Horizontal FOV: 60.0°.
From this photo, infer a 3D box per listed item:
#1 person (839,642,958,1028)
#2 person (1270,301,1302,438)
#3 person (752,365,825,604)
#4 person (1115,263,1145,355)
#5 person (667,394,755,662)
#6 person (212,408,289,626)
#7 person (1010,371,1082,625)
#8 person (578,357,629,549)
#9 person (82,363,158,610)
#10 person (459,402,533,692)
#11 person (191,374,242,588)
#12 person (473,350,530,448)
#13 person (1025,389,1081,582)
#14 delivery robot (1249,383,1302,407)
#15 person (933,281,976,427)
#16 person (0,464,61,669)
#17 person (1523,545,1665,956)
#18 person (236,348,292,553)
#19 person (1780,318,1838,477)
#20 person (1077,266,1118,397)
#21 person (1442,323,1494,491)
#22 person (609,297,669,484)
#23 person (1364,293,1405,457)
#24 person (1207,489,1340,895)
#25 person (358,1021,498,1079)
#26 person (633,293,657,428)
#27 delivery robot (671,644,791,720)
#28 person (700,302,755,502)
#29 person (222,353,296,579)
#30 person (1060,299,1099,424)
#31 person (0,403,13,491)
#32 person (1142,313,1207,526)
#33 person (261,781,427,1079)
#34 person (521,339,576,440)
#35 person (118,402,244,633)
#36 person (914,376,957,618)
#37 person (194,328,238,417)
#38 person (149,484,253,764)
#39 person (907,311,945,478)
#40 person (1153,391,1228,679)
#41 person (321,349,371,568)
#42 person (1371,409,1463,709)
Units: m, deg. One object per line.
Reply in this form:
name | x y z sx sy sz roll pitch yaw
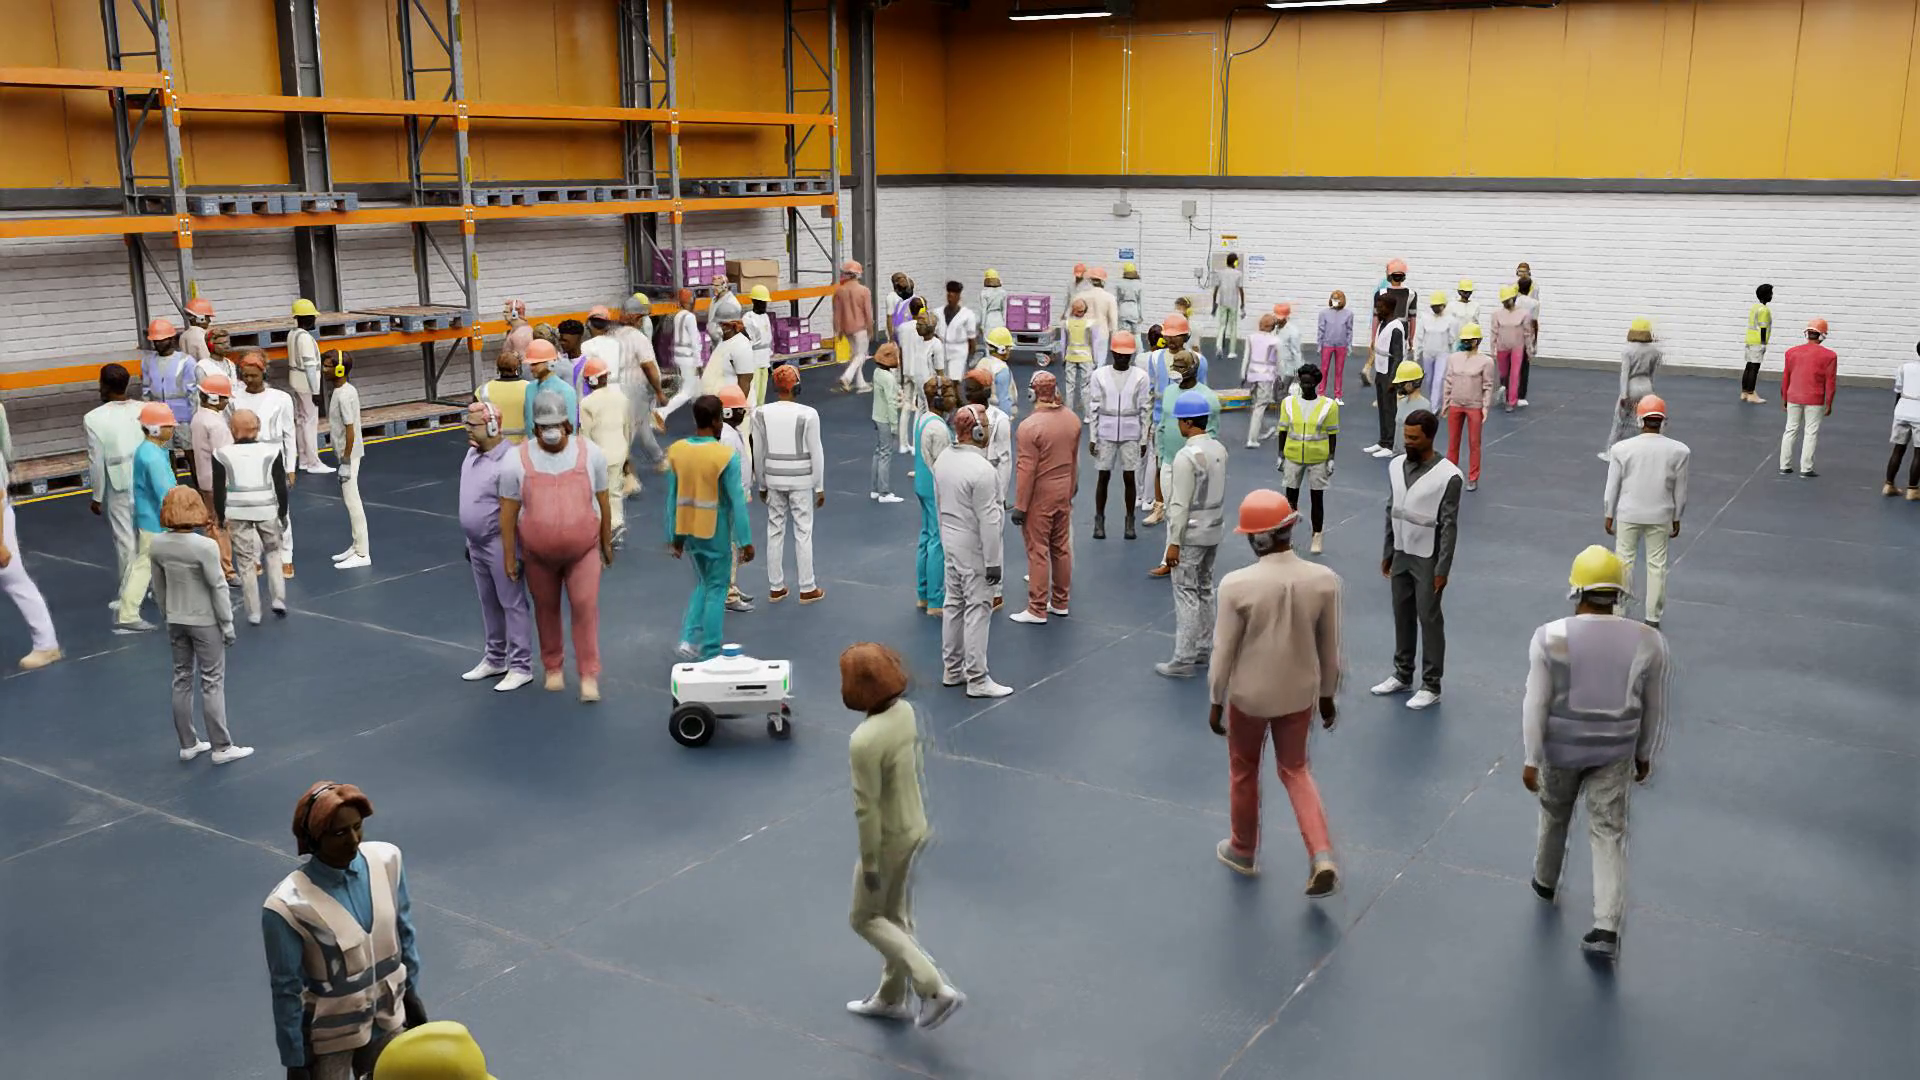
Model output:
person | -0.249 1.189 6.570 0.439 1.617 0.512 5 14 21
person | 4.092 -2.140 20.787 0.622 1.717 0.583 -5 14 -22
person | -1.329 -0.430 13.020 0.576 1.882 0.355 4 13 16
person | 2.852 -3.790 27.958 0.488 1.721 0.373 0 13 0
person | -1.693 -0.039 11.292 0.598 1.903 0.455 10 16 36
person | -5.331 -0.182 12.530 0.522 1.618 0.571 -5 14 -21
person | 0.615 -0.317 12.483 0.409 1.906 0.639 11 17 40
person | -3.134 -0.752 14.728 0.455 1.735 0.585 10 16 37
person | -6.412 -0.406 12.829 0.391 1.922 0.593 8 15 32
person | -3.069 0.040 10.927 0.641 1.910 0.401 12 18 43
person | -6.015 -0.482 13.547 0.348 1.739 0.572 -10 17 -38
person | -3.850 -0.725 14.386 0.633 1.842 0.429 -1 13 -6
person | 0.750 -0.449 13.652 0.517 1.632 0.314 -4 14 -18
delivery robot | 4.291 -2.025 22.641 0.707 0.478 0.477 3 13 12
person | -0.105 -2.373 21.423 0.602 1.907 0.983 8 15 30
person | -6.681 -0.080 11.152 0.699 2.000 0.994 8 15 31
person | 2.804 0.916 7.403 0.601 1.796 0.942 2 13 9
person | -6.166 -0.776 14.646 0.430 1.833 0.519 3 13 11
person | 9.299 -1.556 18.221 0.354 1.739 0.569 -11 17 -39
person | 1.901 -2.870 23.445 0.632 1.966 0.928 8 15 30
person | 5.314 -1.396 17.463 0.524 1.769 0.316 10 17 38
person | -3.442 -1.644 17.936 1.026 2.000 0.692 -10 16 -36
person | 5.010 -1.928 19.441 0.370 1.915 0.597 -1 13 -3
person | 1.490 0.724 7.850 0.652 1.954 0.780 -3 13 -15
person | -1.084 1.828 3.503 0.335 1.760 0.523 -4 14 -17
person | -4.107 -2.319 21.517 0.295 1.744 0.488 -5 14 -21
delivery robot | -1.381 0.873 10.068 0.707 0.478 0.477 -1 13 -6
person | -2.355 -1.392 16.844 0.536 2.000 0.676 -5 14 -22
person | -5.787 -0.604 13.766 0.575 1.885 0.352 -2 13 -8
person | 1.566 -2.338 21.828 0.511 1.640 0.308 4 14 18
person | -8.543 -0.649 14.502 0.516 1.640 0.308 -10 16 -36
person | 2.003 -1.114 15.635 0.605 2.042 0.387 8 15 30
person | -1.888 1.513 5.142 0.313 1.633 0.519 7 15 29
person | -3.441 -0.694 13.947 0.604 1.986 0.404 11 17 39
person | -5.848 -0.168 12.276 0.901 1.697 0.589 -6 14 -24
person | -0.172 -0.330 12.666 0.331 1.844 0.519 -4 14 -18
person | -7.155 -1.124 16.105 0.389 1.847 0.563 1 13 5
person | -4.397 0.486 9.583 0.499 1.636 0.286 4 14 19
person | -0.346 -1.543 17.927 0.344 1.846 0.505 -7 15 -26
person | 1.570 -0.035 11.207 0.419 1.932 0.620 8 15 32
person | -5.257 -0.697 14.196 0.328 1.877 0.513 -5 14 -21
person | 2.936 0.107 10.632 0.380 1.910 0.591 -7 15 -28
